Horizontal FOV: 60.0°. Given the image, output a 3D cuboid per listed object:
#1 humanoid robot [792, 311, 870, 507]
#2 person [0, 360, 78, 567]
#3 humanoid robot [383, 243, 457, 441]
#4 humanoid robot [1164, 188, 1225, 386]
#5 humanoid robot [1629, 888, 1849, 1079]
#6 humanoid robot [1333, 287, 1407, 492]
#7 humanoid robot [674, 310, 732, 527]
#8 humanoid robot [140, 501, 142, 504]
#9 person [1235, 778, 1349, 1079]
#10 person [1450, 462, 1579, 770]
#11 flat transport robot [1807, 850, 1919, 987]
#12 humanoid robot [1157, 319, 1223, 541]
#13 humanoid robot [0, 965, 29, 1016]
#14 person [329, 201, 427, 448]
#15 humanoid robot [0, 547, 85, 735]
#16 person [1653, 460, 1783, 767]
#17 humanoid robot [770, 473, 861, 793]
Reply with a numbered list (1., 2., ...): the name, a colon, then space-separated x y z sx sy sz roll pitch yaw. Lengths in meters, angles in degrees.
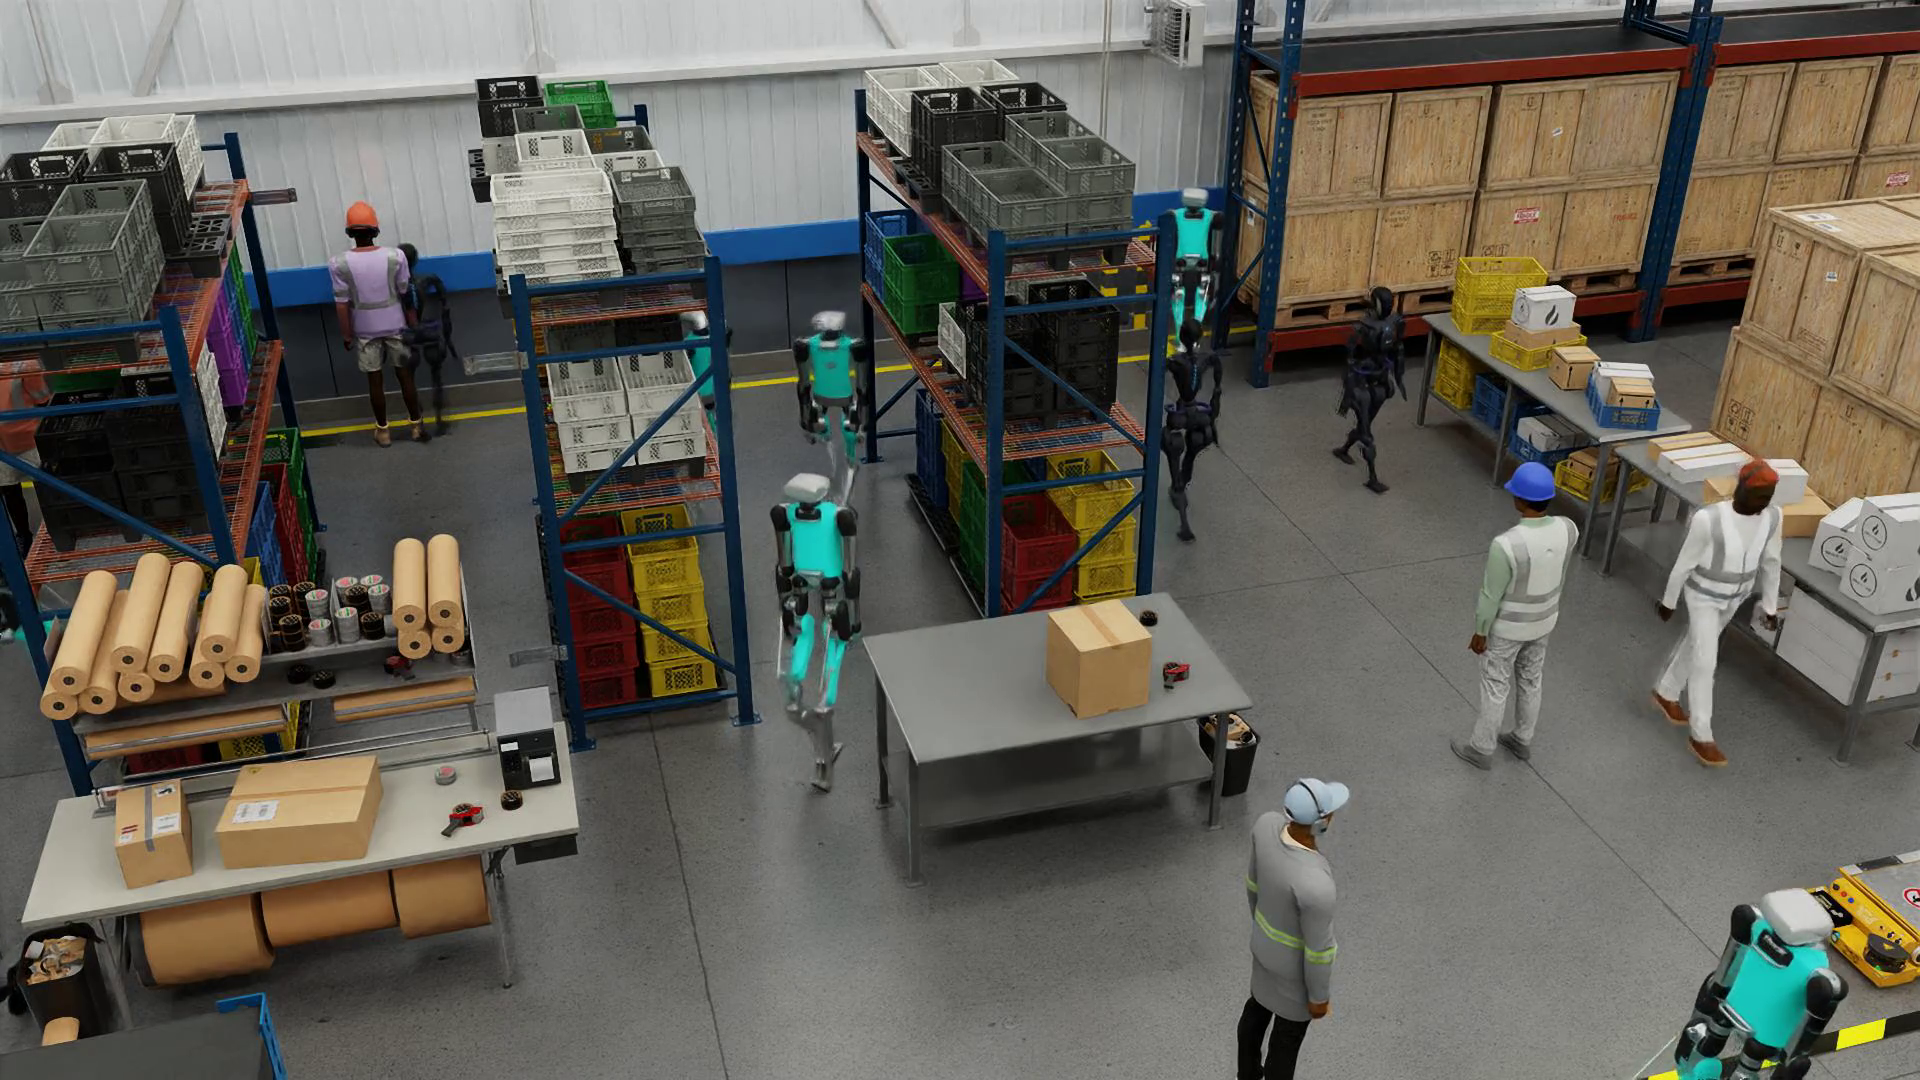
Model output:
1. humanoid robot: -0.911 -0.950 12.349 0.548 1.727 0.939 1 29 2
2. person: -6.657 -0.704 11.682 0.612 1.962 0.361 -4 29 -7
3. humanoid robot: -4.436 -1.601 13.621 0.596 1.647 0.435 -14 32 -24
4. humanoid robot: 2.000 -2.073 14.428 0.540 1.797 0.799 2 29 4
5. humanoid robot: 2.929 2.212 6.659 0.816 1.811 0.536 -8 30 -15
6. humanoid robot: 3.218 -1.225 12.998 0.607 1.631 0.814 -14 32 -23
7. humanoid robot: -2.049 -0.911 12.328 0.749 1.803 0.539 17 33 28
8. humanoid robot: -6.019 -0.911 12.387 0.758 1.625 0.593 -12 31 -21
9. person: 1.449 1.798 7.246 0.367 1.852 0.594 -10 30 -17
10. person: 3.207 0.449 9.614 0.605 1.939 0.419 -13 31 -23
11. flat transport robot: 5.163 1.916 8.676 1.431 0.231 0.659 -8 30 -14
12. humanoid robot: 1.650 -0.847 12.301 0.601 1.631 0.790 -6 29 -11
13. humanoid robot: -4.699 1.718 7.583 0.611 1.634 0.564 0 29 -1
14. person: -4.708 -1.738 13.483 0.614 2.041 0.374 -12 31 -20
15. humanoid robot: -5.504 0.369 9.975 0.795 1.792 0.530 -8 30 -15
16. person: 4.528 0.413 9.753 0.590 1.849 0.892 -8 30 -14
17. humanoid robot: -0.915 0.598 9.622 0.597 1.824 0.916 10 30 17
